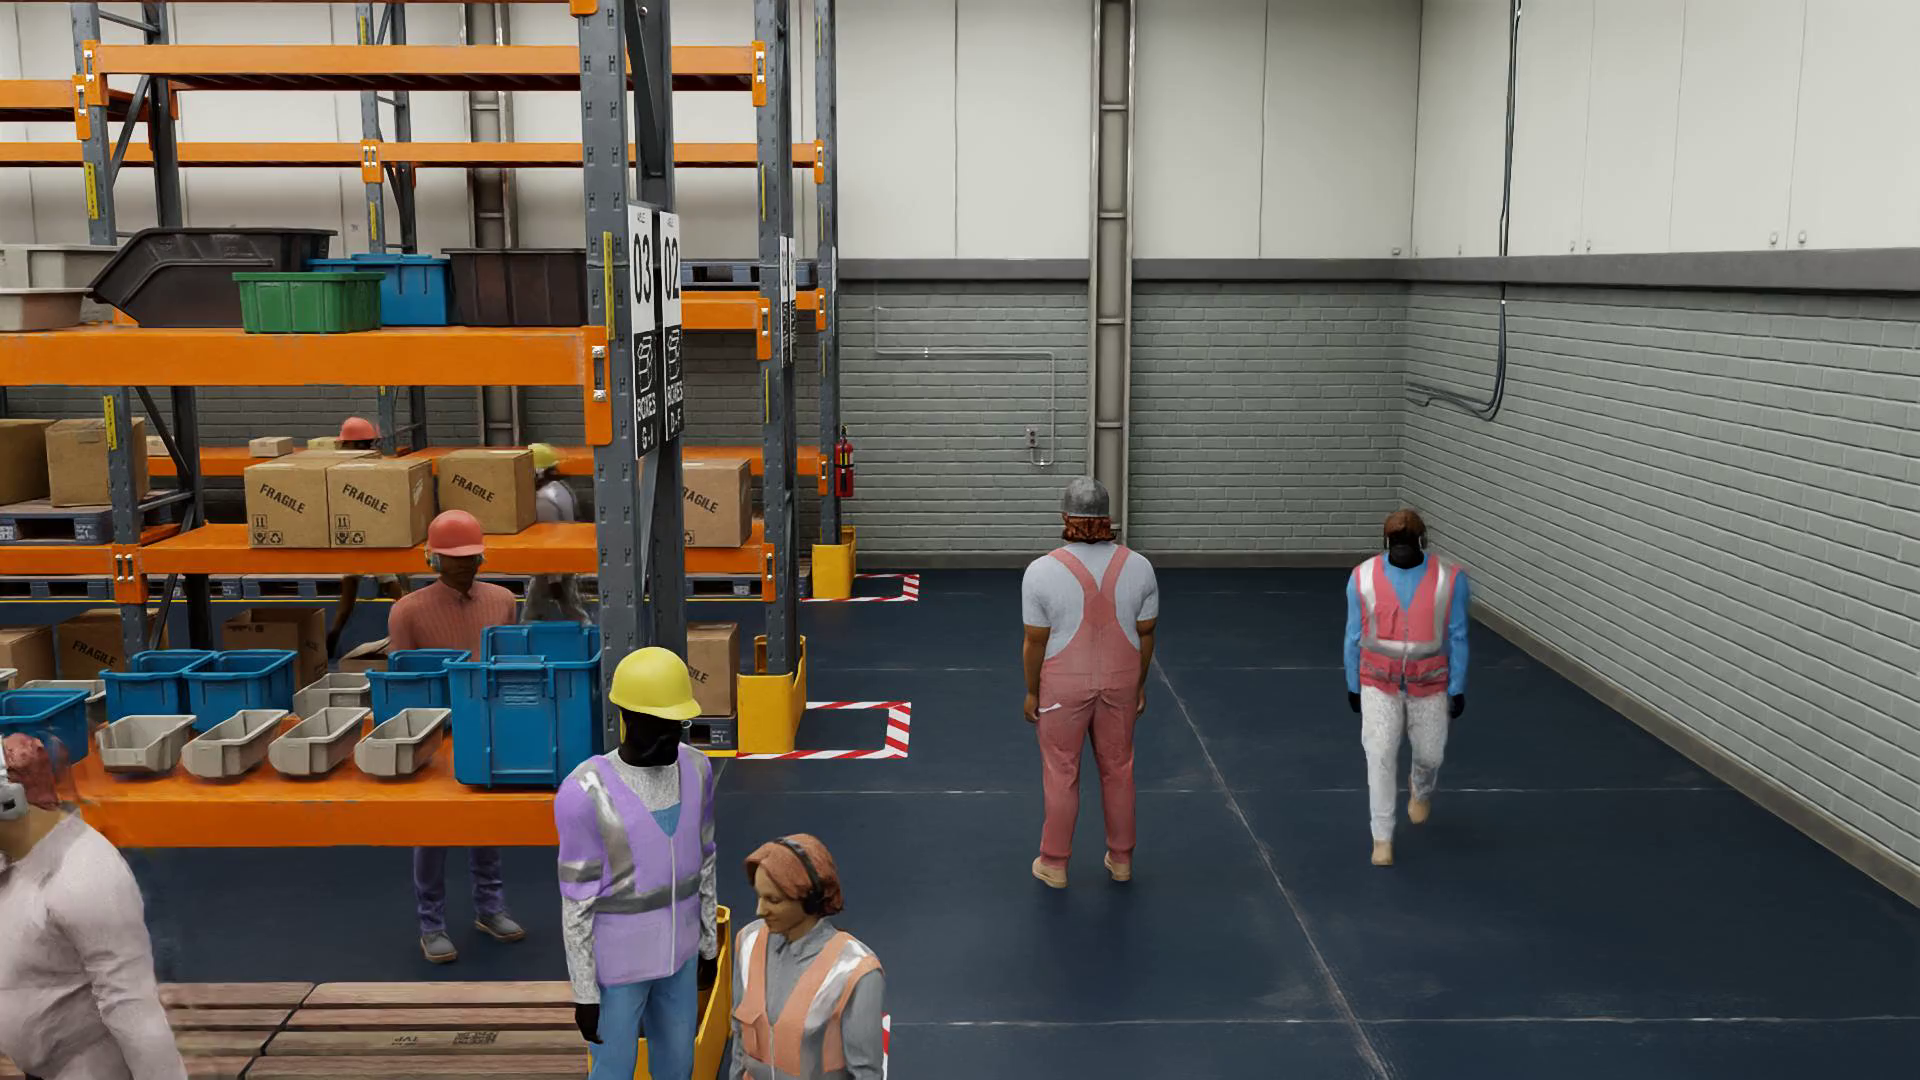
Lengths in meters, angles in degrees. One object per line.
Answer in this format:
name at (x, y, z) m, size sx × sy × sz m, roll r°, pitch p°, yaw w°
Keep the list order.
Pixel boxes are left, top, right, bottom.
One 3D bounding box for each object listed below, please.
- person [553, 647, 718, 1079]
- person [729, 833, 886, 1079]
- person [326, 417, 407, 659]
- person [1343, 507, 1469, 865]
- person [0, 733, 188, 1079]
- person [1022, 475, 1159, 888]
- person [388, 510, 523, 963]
person at (-0.944, 1.261, 5.082) m, size 0.392 × 1.918 × 0.587 m, roll 8°, pitch 12°, yaw 39°
person at (-0.386, 1.536, 4.267) m, size 0.526 × 1.632 × 0.312 m, roll 8°, pitch 12°, yaw 39°
person at (-4.663, -0.004, 12.916) m, size 0.975 × 1.882 × 0.565 m, roll -5°, pitch 10°, yaw -26°
person at (2.303, 0.725, 8.634) m, size 0.634 × 1.826 × 0.712 m, roll 3°, pitch 10°, yaw 15°
person at (-2.338, 1.400, 4.471) m, size 1.020 × 1.838 × 0.702 m, roll -8°, pitch 12°, yaw -40°
person at (0.601, 0.688, 8.208) m, size 0.683 × 2.000 × 0.538 m, roll -2°, pitch 10°, yaw -14°
person at (-2.202, 0.849, 7.358) m, size 0.622 × 1.992 × 0.396 m, roll -9°, pitch 13°, yaw -44°
